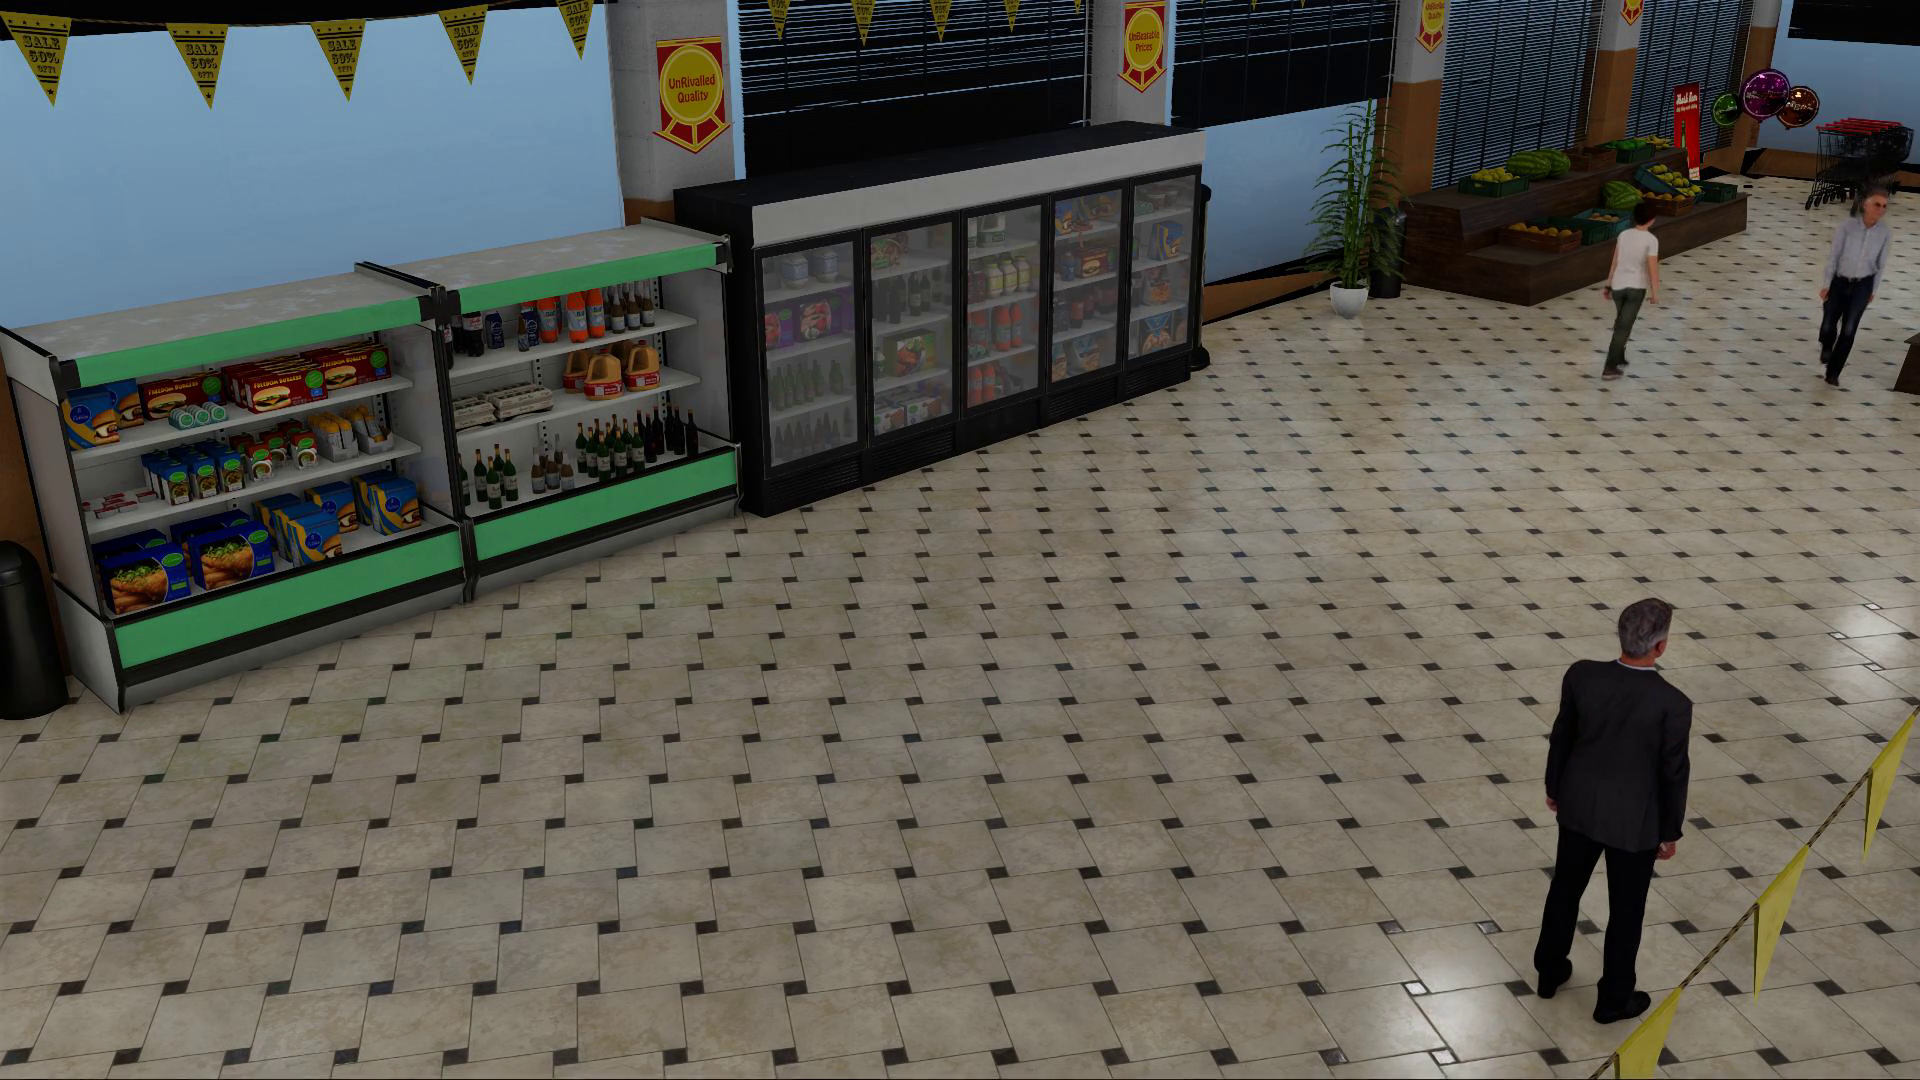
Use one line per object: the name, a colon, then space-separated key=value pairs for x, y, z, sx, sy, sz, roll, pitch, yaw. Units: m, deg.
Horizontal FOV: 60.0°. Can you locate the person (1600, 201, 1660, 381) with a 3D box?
person: x=6.132 y=-2.288 z=15.372 sx=0.798 sy=1.638 sz=0.667 roll=-16 pitch=27 yaw=-34

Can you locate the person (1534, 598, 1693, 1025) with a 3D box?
person: x=2.635 y=1.081 z=6.717 sx=0.549 sy=1.839 sz=0.714 roll=-20 pitch=30 yaw=-41

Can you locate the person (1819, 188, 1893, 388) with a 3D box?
person: x=8.182 y=-2.345 z=15.313 sx=0.918 sy=1.786 sz=1.217 roll=10 pitch=24 yaw=24
